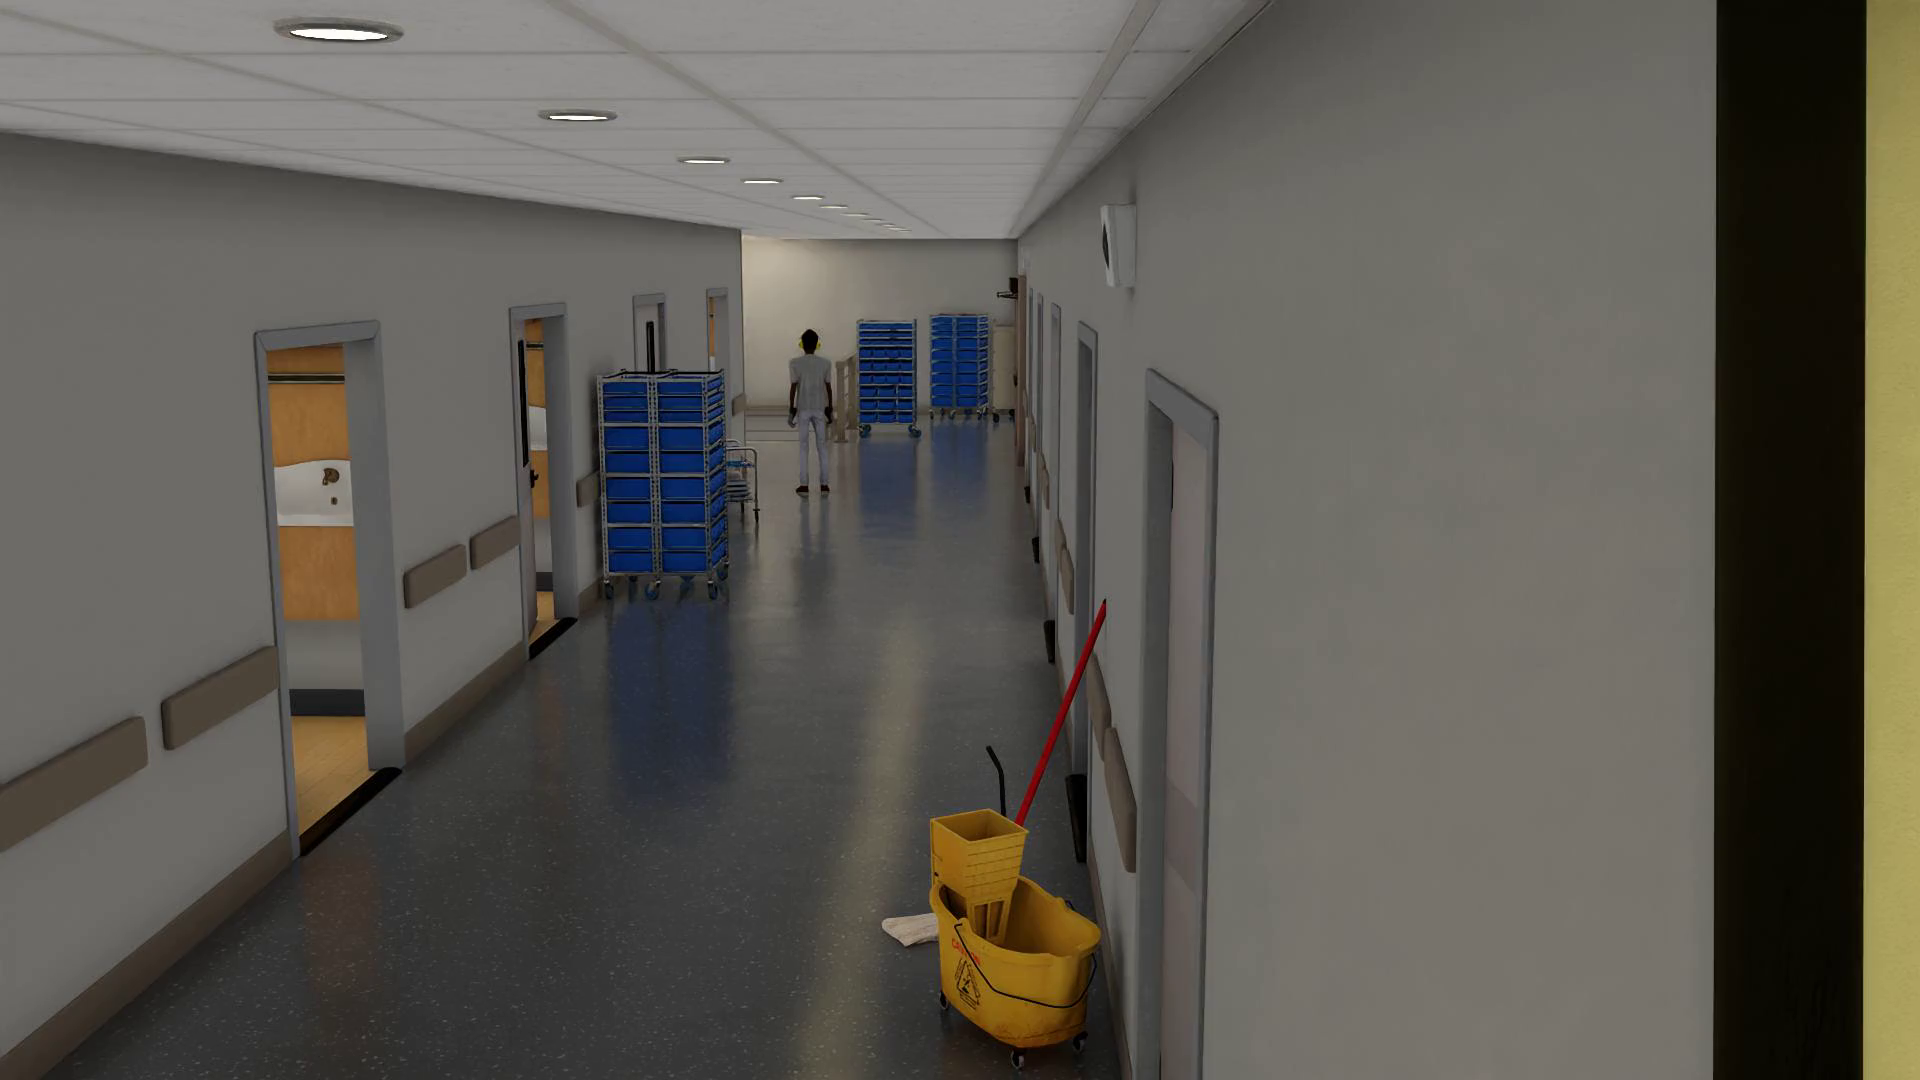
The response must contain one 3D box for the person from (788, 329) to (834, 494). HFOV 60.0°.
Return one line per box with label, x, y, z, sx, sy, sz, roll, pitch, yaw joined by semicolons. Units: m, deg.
person;-1.697;-1.454;18.891;0.532;1.868;0.310;-3;10;-16
